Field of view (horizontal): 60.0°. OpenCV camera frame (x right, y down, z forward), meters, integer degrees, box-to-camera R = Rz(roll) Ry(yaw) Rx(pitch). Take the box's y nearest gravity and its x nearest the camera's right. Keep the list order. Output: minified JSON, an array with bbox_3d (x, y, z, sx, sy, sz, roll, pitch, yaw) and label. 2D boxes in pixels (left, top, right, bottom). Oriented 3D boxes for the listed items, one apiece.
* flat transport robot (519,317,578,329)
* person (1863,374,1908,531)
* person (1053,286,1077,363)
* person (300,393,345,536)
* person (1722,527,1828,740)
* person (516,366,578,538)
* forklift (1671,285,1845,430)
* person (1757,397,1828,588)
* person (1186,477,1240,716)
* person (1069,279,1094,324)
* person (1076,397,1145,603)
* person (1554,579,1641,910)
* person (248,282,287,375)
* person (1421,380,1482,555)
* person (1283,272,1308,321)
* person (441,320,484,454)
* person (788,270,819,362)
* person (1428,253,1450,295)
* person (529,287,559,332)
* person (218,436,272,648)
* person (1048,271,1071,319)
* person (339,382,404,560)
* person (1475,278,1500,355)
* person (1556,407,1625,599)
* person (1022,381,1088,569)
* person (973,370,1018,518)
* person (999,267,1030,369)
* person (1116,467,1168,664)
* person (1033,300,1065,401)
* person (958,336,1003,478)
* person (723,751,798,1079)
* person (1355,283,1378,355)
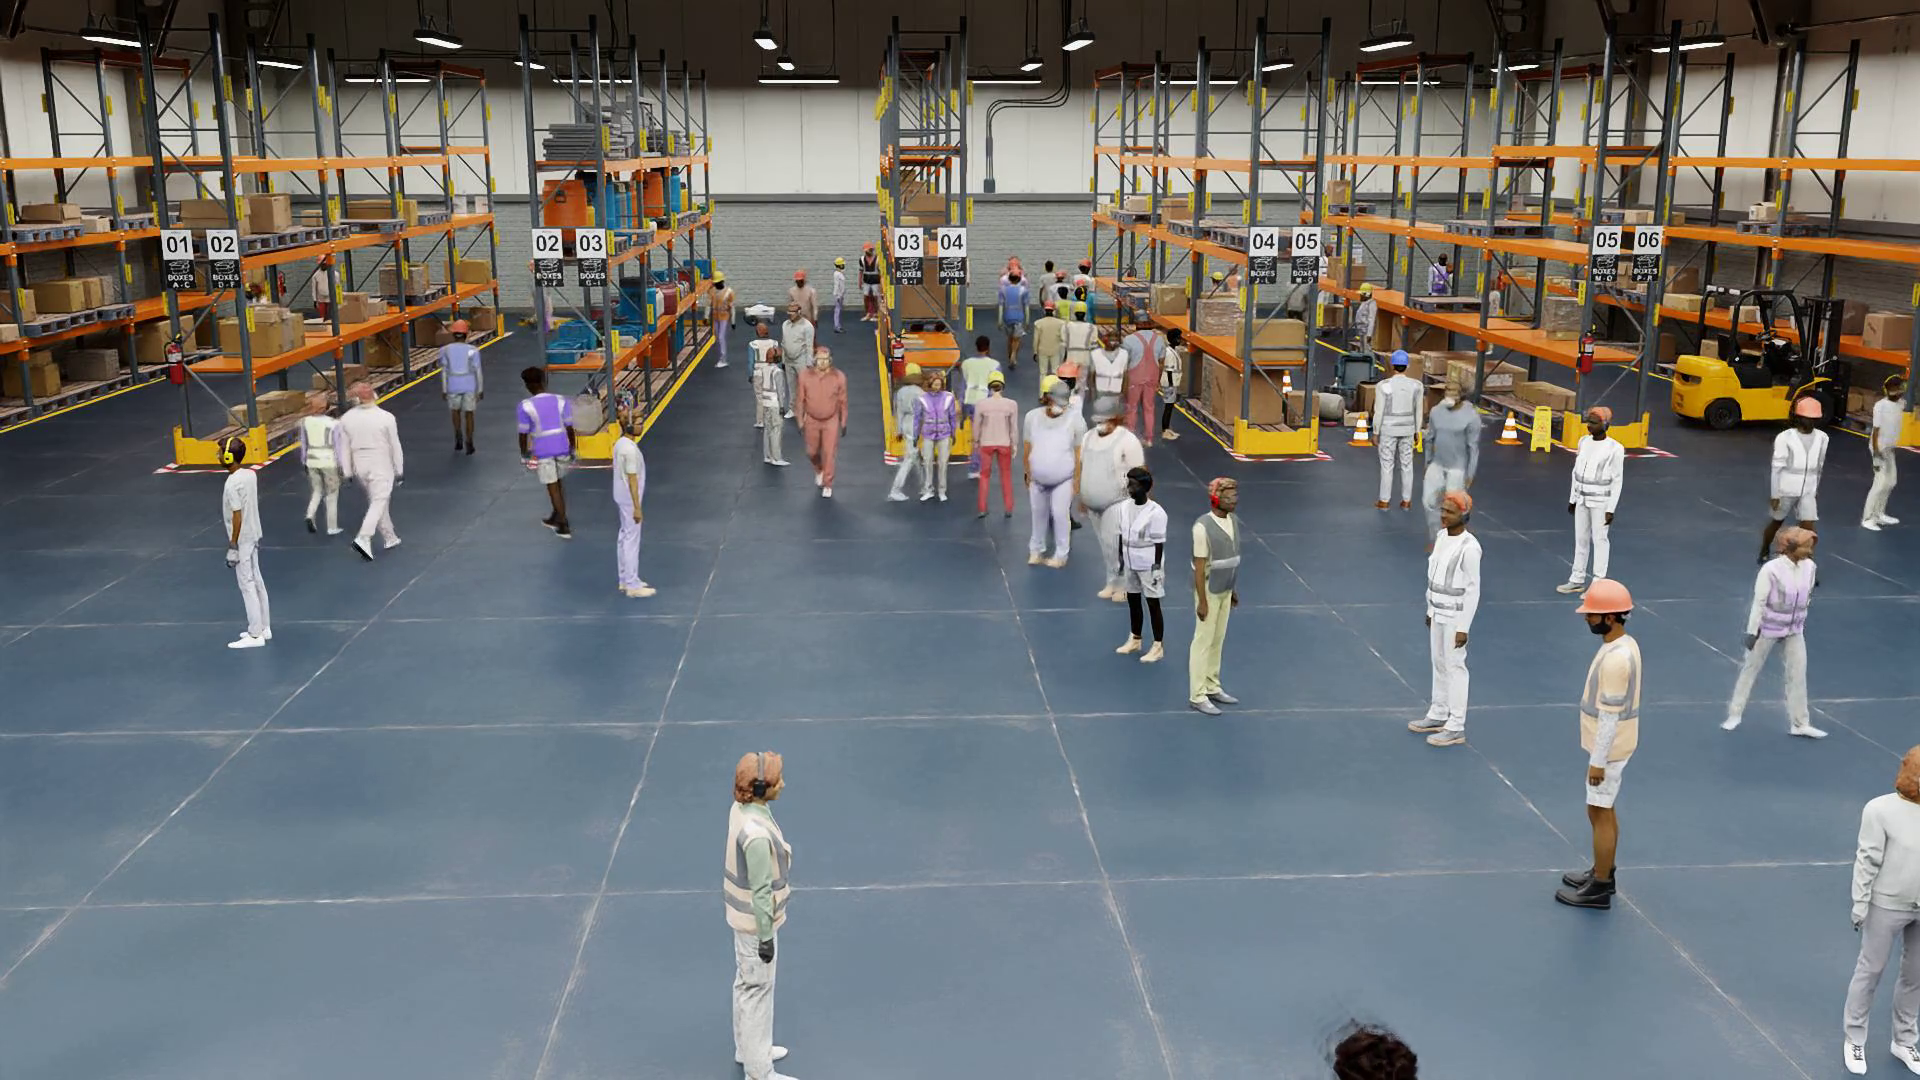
[{"bbox_3d":[-10.028,-5.312,40.561,1.431,0.197,0.652,9,16,33],"label":"flat transport robot"},{"bbox_3d":[10.582,-1.000,18.983,0.647,1.816,0.424,-8,15,-29],"label":"person"},{"bbox_3d":[2.077,-4.141,32.590,0.572,1.666,0.418,1,13,3],"label":"person"},{"bbox_3d":[-7.165,-0.834,18.680,0.532,1.622,0.430,3,14,11],"label":"person"},{"bbox_3d":[6.060,0.683,12.319,0.561,1.602,0.576,-4,14,-16],"label":"person"},{"bbox_3d":[-4.677,-1.001,18.760,0.636,1.919,0.806,-12,18,-41],"label":"person"},{"bbox_3d":[12.503,-2.886,26.166,2.313,2.155,1.214,-1,13,-3],"label":"forklift"},{"bbox_3d":[8.450,-0.527,16.857,0.564,1.887,1.004,0,13,0],"label":"person"},{"bbox_3d":[1.970,0.415,12.924,0.388,1.847,0.563,9,16,34],"label":"person"},{"bbox_3d":[2.486,-4.475,33.973,0.557,1.701,0.934,-2,13,-8],"label":"person"},{"bbox_3d":[1.409,-0.421,16.052,0.546,2.000,0.688,-11,17,-38],"label":"person"},{"bbox_3d":[3.688,1.168,9.581,0.392,1.924,0.549,6,15,23],"label":"person"},{"bbox_3d":[-13.408,-4.065,32.024,0.638,1.786,0.835,11,17,39],"label":"person"},{"bbox_3d":[5.190,-0.750,17.699,0.550,1.919,0.666,-12,18,-41],"label":"person"},{"bbox_3d":[7.163,-4.912,35.465,0.534,1.856,0.575,5,14,19],"label":"person"},{"bbox_3d":[-7.099,-2.182,23.770,0.573,1.918,0.439,-2,13,-8],"label":"person"},{"bbox_3d":[-3.151,-4.520,33.706,0.630,1.924,1.105,3,14,11],"label":"person"},{"bbox_3d":[11.546,-5.965,39.977,0.619,1.839,0.430,-1,13,-6],"label":"person"},{"bbox_3d":[-9.889,-5.784,39.398,0.626,1.752,0.526,4,14,15],"label":"person"},{"bbox_3d":[-6.293,0.017,14.561,0.329,1.872,0.511,-1,13,-3],"label":"person"},{"bbox_3d":[2.161,-4.985,36.129,0.546,1.694,0.937,-1,13,-5],"label":"person"},{"bbox_3d":[-6.332,-0.752,17.858,0.644,1.863,0.944,3,14,11],"label":"person"},{"bbox_3d":[11.182,-4.746,35.245,0.280,1.632,0.510,-11,17,-40],"label":"person"},{"bbox_3d":[6.132,-0.358,16.123,0.355,1.883,0.574,-6,14,-23],"label":"person"},{"bbox_3d":[0.955,-0.700,17.234,0.699,2.000,0.571,6,15,24],"label":"person"},{"bbox_3d":[0.418,-1.123,19.628,0.537,1.758,0.339,-2,13,-7],"label":"person"},{"bbox_3d":[1.047,-4.356,32.791,0.633,2.020,0.833,4,14,17],"label":"person"},{"bbox_3d":[1.546,0.207,14.151,0.323,1.690,0.536,-10,16,-35],"label":"person"},{"bbox_3d":[1.538,-3.246,28.640,0.571,1.747,0.342,0,13,1],"label":"person"},{"bbox_3d":[0.279,-1.801,22.299,0.612,1.862,0.891,9,16,34],"label":"person"},{"bbox_3d":[-0.936,1.756,7.710,0.310,1.631,0.512,-3,14,-14],"label":"person"},{"bbox_3d":[7.657,-3.929,31.394,0.404,1.823,0.596,-1,13,-4],"label":"person"}]
